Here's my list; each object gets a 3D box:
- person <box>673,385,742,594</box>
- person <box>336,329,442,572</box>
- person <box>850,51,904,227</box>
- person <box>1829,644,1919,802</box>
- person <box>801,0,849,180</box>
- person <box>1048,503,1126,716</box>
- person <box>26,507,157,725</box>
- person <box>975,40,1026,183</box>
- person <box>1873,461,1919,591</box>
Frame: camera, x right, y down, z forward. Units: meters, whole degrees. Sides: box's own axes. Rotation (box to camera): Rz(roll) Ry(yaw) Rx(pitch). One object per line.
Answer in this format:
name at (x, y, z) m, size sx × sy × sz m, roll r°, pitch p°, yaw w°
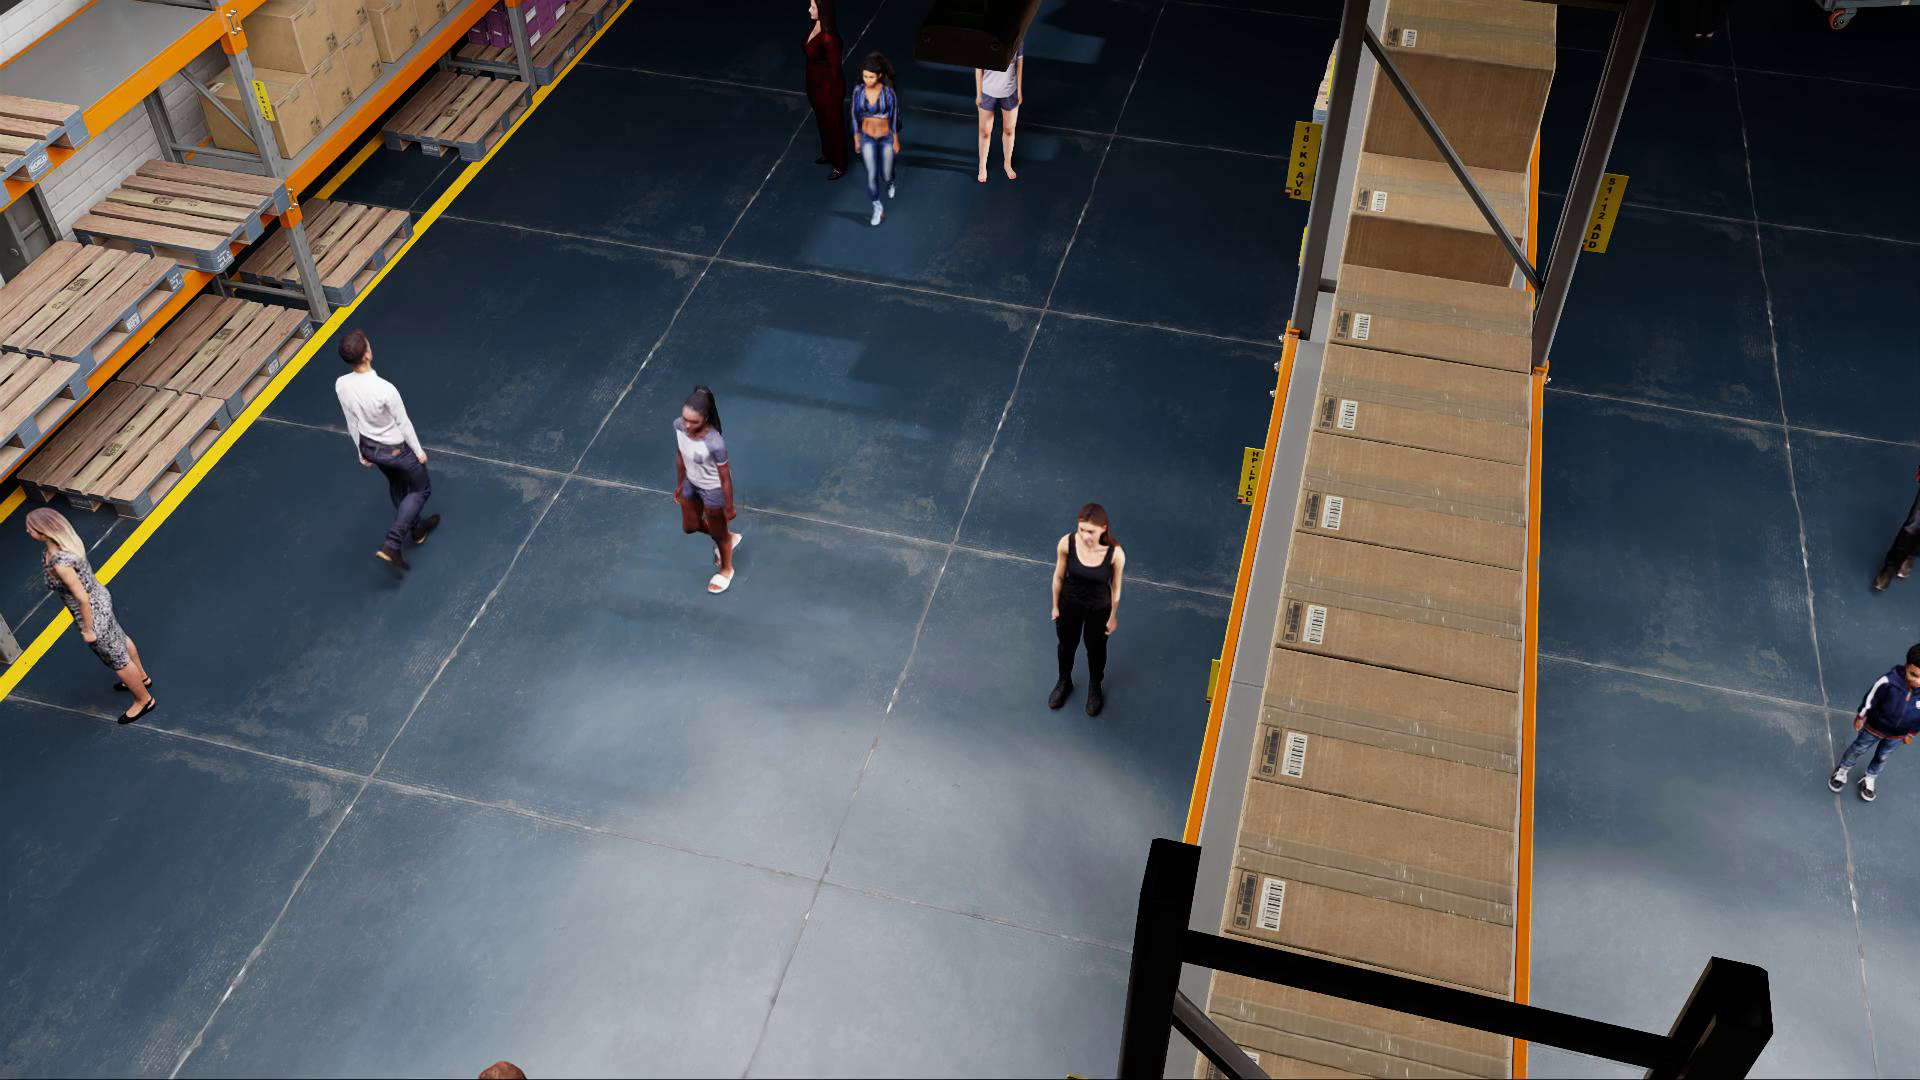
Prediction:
person at (-1.650, -0.378, 11.241) m, size 0.741 × 1.709 × 0.785 m, roll 31°, pitch 52°, yaw 28°
person at (-3.941, -0.573, 11.341) m, size 0.676 × 1.853 × 0.995 m, roll 14°, pitch 45°, yaw 14°
person at (-0.709, -3.551, 14.644) m, size 0.646 × 1.610 × 0.728 m, roll 7°, pitch 44°, yaw 8°
person at (5.629, 1.087, 10.056) m, size 0.545 × 1.222 × 0.533 m, roll 18°, pitch 46°, yaw 18°
person at (-1.209, -4.154, 15.169) m, size 0.823 × 1.758 × 0.743 m, roll -17°, pitch 46°, yaw -17°
person at (0.789, 0.417, 10.421) m, size 0.574 × 1.688 × 0.539 m, roll 11°, pitch 45°, yaw 11°
person at (-5.409, 0.441, 10.384) m, size 0.699 × 1.704 × 0.610 m, roll -16°, pitch 46°, yaw -16°
person at (0.360, -4.084, 15.133) m, size 0.671 × 1.706 × 0.661 m, roll -6°, pitch 44°, yaw -6°
person at (6.742, -0.425, 11.259) m, size 0.848 × 1.751 × 0.776 m, roll 11°, pitch 45°, yaw 12°
